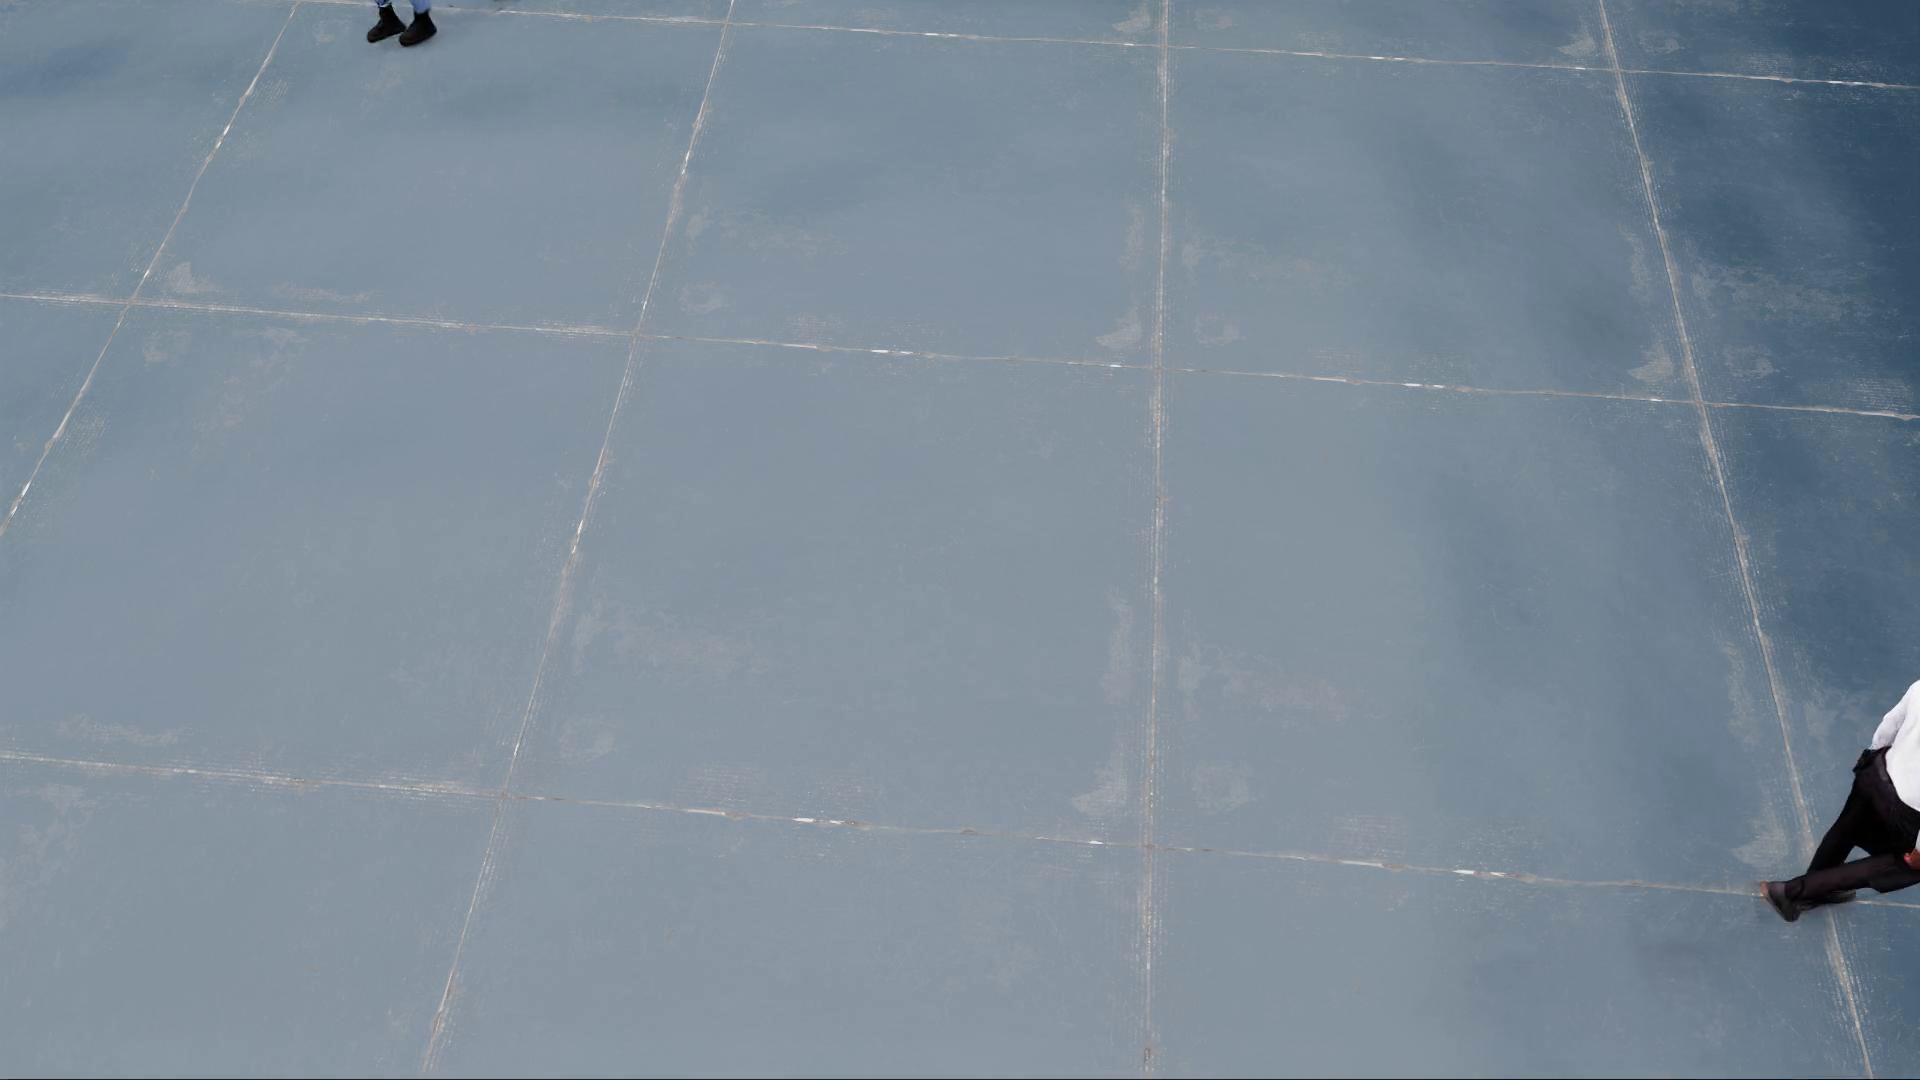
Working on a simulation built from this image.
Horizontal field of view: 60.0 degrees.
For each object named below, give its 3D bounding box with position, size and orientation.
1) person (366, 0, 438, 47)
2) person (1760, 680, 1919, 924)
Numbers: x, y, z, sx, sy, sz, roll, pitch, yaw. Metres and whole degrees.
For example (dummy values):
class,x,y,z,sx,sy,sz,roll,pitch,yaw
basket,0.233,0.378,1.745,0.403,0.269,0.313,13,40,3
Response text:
class,x,y,z,sx,sy,sz,roll,pitch,yaw
person,-3.627,-3.932,10.615,0.813,1.682,0.751,-28,57,-20
person,3.676,1.058,6.660,0.879,1.826,0.781,-8,53,-6
